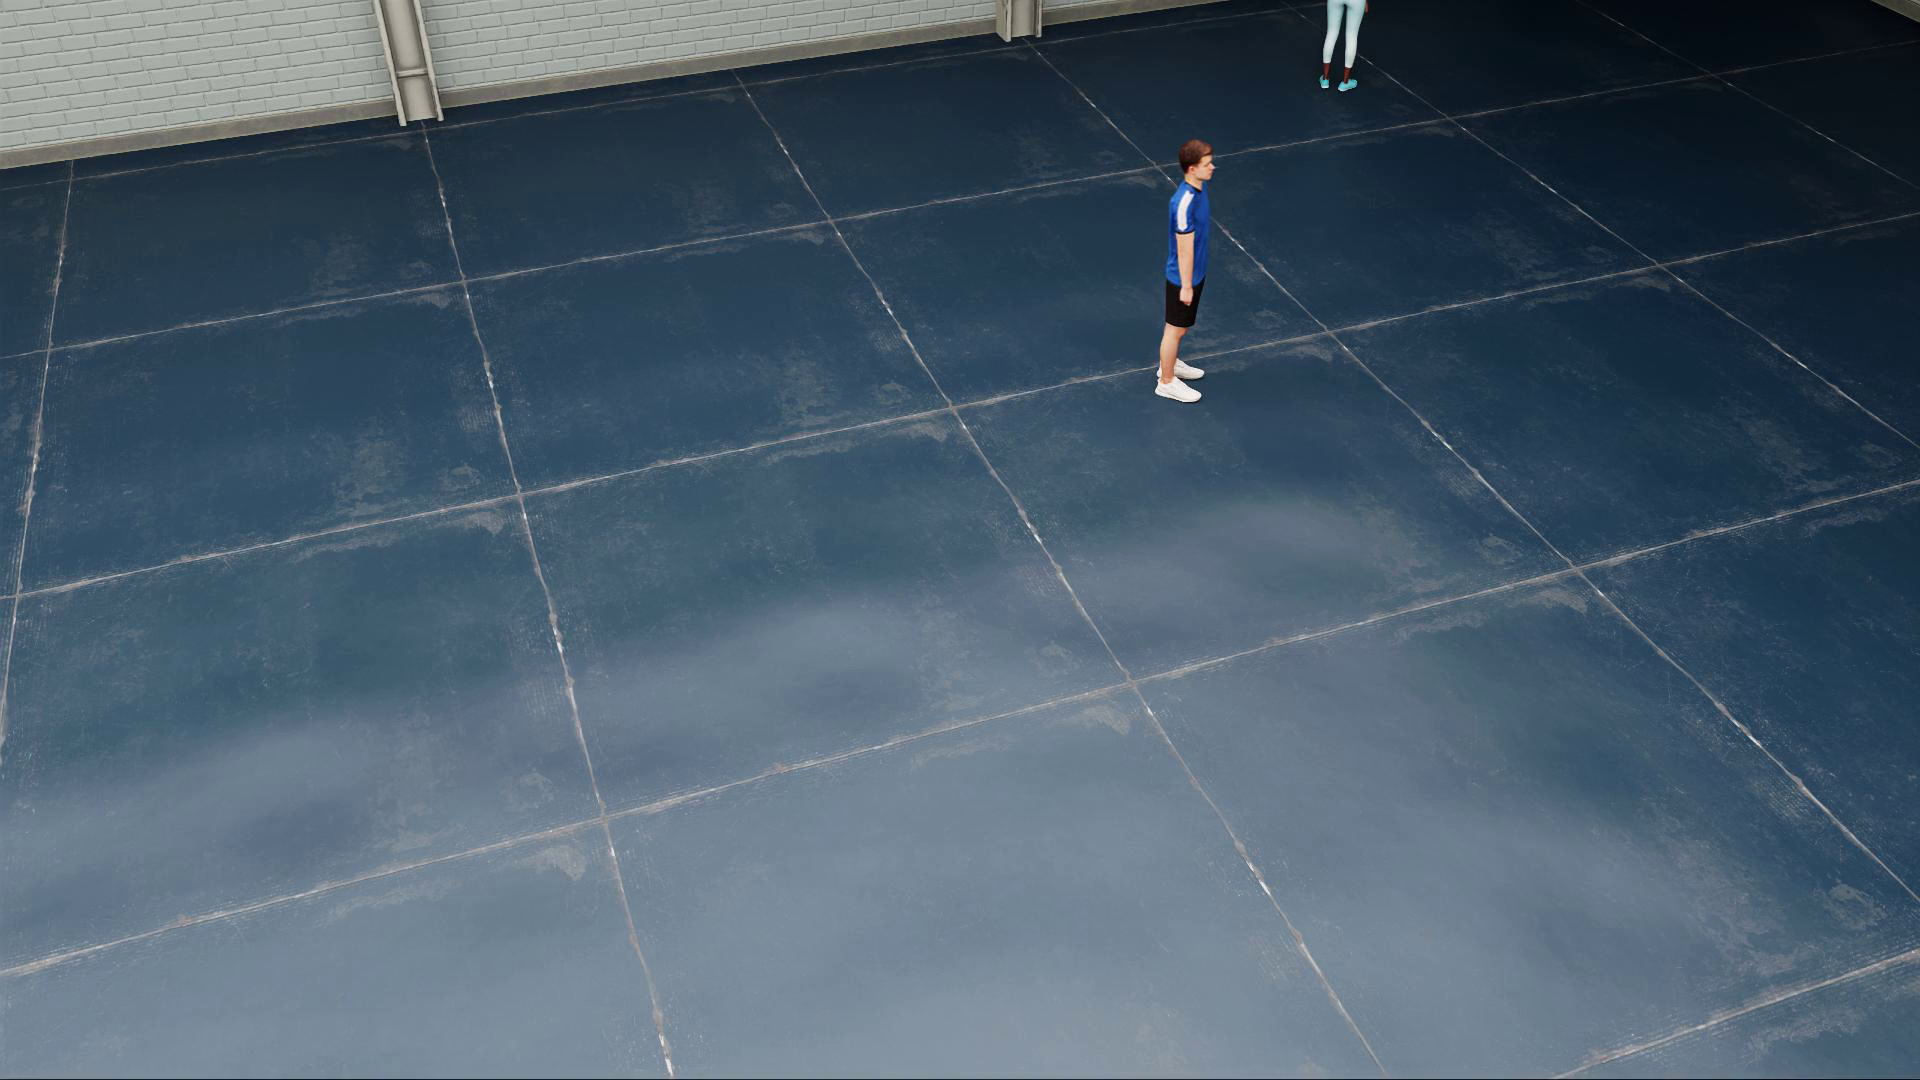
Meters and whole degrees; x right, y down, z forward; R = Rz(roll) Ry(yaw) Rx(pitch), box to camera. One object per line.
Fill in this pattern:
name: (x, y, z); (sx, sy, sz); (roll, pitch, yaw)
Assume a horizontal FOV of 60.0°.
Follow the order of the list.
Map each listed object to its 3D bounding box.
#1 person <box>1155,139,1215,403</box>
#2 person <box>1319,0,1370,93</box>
person: (1.530, -1.847, 11.308); (0.756, 1.866, 0.738); (8, 39, 10)
person: (3.622, -5.071, 15.543); (0.645, 1.725, 0.711); (14, 40, 18)
